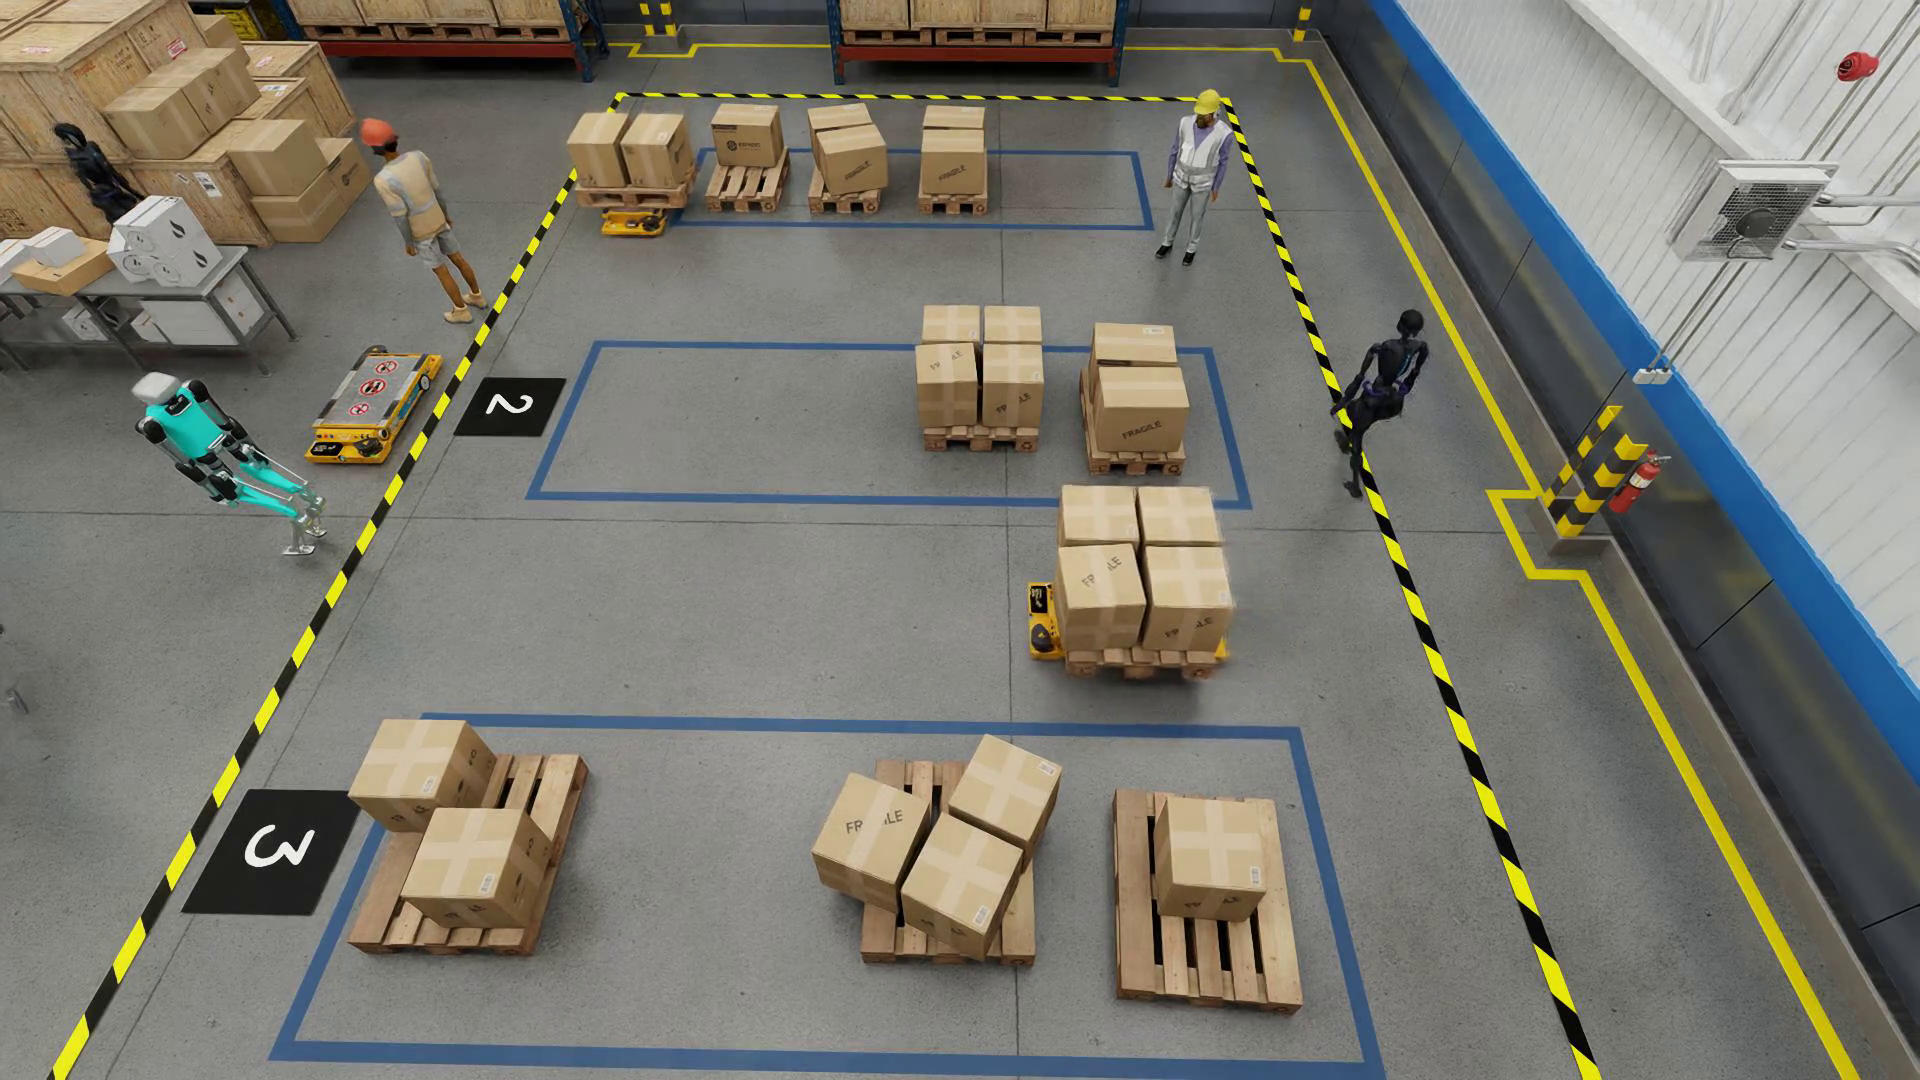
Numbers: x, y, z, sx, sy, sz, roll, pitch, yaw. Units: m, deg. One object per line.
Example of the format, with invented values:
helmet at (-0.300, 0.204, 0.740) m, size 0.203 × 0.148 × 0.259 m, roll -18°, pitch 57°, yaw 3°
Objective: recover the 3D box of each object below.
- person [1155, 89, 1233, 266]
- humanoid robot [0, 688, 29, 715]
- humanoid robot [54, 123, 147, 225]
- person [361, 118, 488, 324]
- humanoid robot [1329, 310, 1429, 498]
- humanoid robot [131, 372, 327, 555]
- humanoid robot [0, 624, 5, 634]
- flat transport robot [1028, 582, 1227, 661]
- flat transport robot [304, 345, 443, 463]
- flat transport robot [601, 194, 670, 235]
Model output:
person at (2.417, -3.734, 9.502) m, size 0.600 × 1.830 × 0.404 m, roll 24°, pitch 54°, yaw 19°
humanoid robot at (-6.574, 0.878, 5.678) m, size 0.554 × 1.779 × 0.938 m, roll -4°, pitch 50°, yaw -3°
humanoid robot at (-8.633, -3.455, 9.368) m, size 0.386 × 1.647 × 0.612 m, roll -10°, pitch 50°, yaw -8°
person at (-5.107, -3.000, 8.743) m, size 0.366 × 2.047 × 0.605 m, roll 14°, pitch 51°, yaw 12°
humanoid robot at (3.367, -1.159, 7.463) m, size 0.611 × 1.623 × 0.798 m, roll -7°, pitch 50°, yaw -6°
humanoid robot at (-5.190, -0.498, 6.736) m, size 0.735 × 1.681 × 0.533 m, roll 8°, pitch 50°, yaw 7°
humanoid robot at (-7.443, 0.209, 6.262) m, size 0.342 × 1.645 × 0.590 m, roll 21°, pitch 53°, yaw 17°
flat transport robot at (1.235, 0.573, 6.864) m, size 1.431 × 0.197 × 0.652 m, roll 1°, pitch 50°, yaw 1°
flat transport robot at (-5.383, -1.269, 8.441) m, size 0.659 × 0.231 × 1.431 m, roll 1°, pitch 50°, yaw 1°
flat transport robot at (-3.716, -4.048, 10.774) m, size 0.652 × 0.197 × 1.431 m, roll 1°, pitch 50°, yaw 1°
